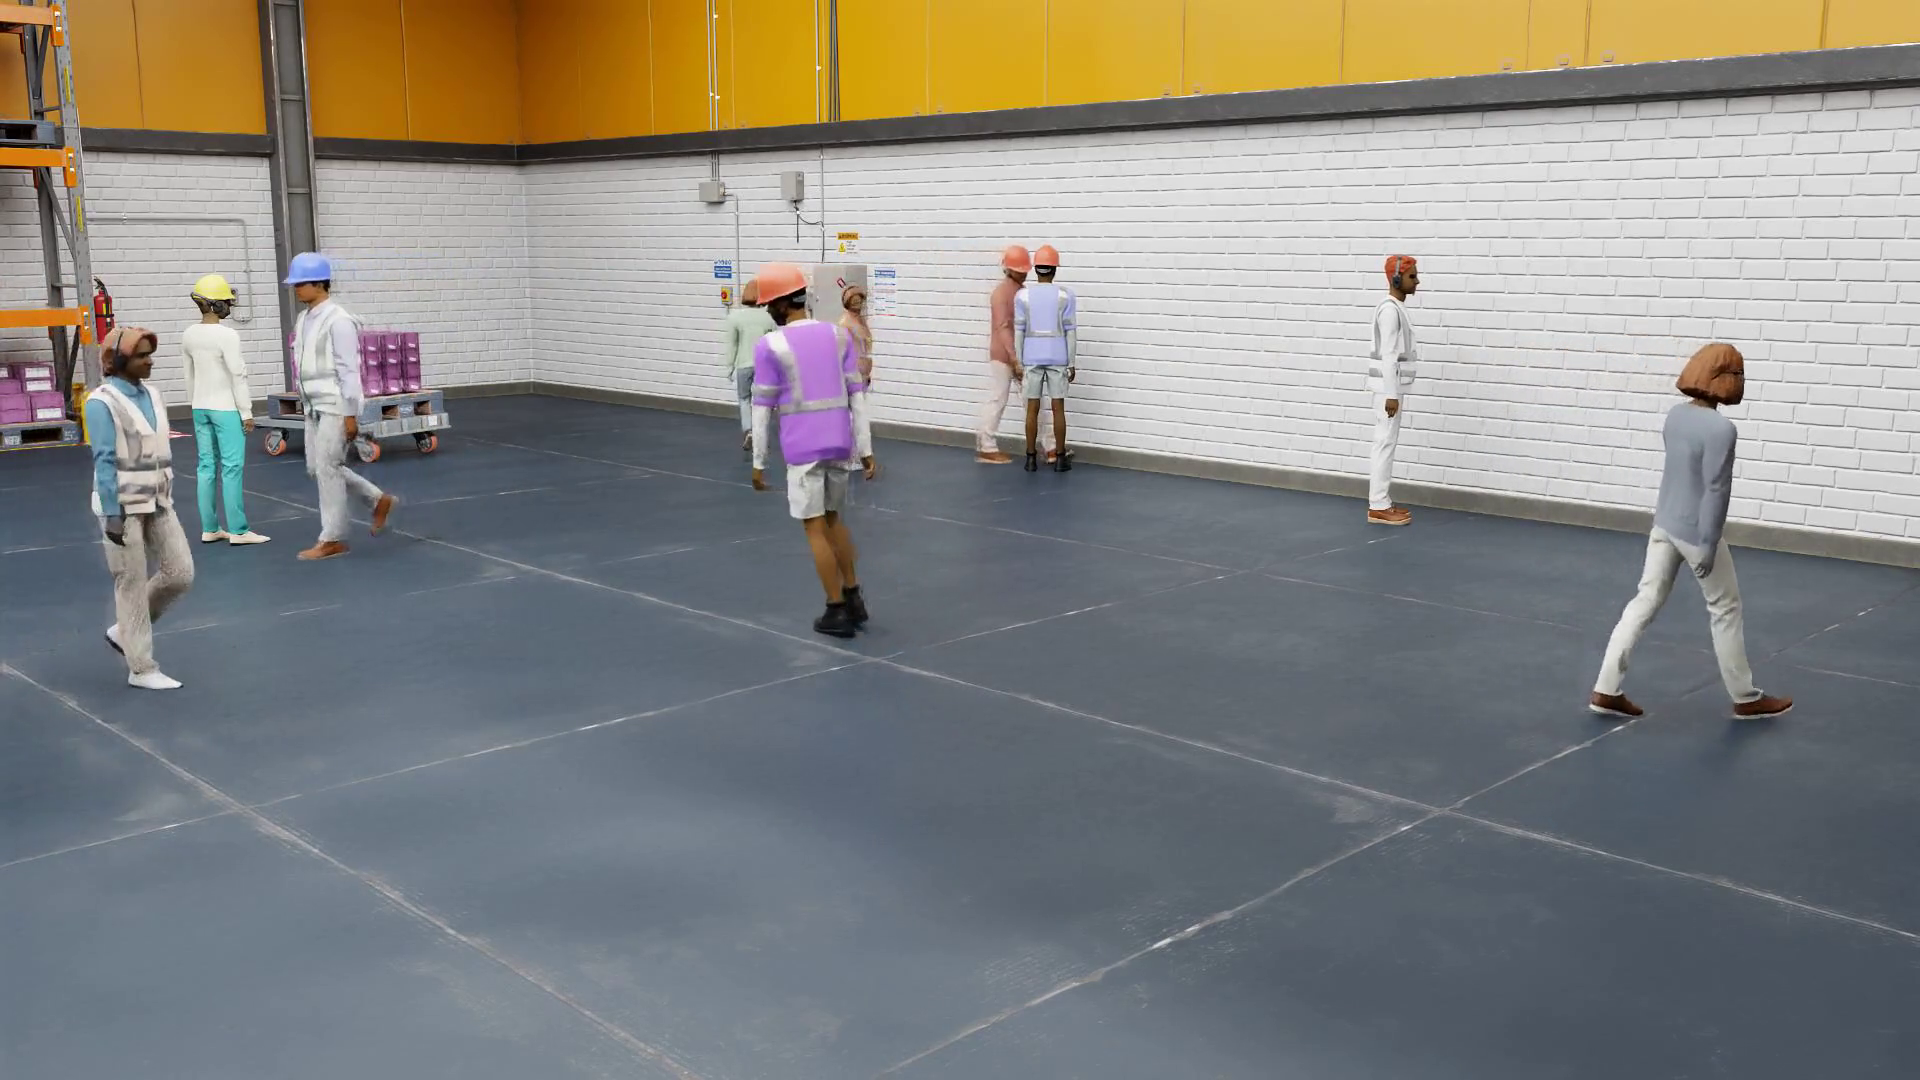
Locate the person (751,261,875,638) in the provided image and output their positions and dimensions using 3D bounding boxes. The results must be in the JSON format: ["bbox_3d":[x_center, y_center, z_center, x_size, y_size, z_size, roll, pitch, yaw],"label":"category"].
[{"bbox_3d":[-0.759,-0.450,8.409,0.581,1.886,0.581,-7,13,-35],"label":"person"}]

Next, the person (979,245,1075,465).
[{"bbox_3d":[0.546,-1.587,14.504,0.977,1.925,0.650,6,12,32],"label":"person"}]

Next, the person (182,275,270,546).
[{"bbox_3d":[-4.827,-0.840,10.874,0.525,1.769,0.309,5,12,26],"label":"person"}]

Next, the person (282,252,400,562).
[{"bbox_3d":[-3.906,-0.847,10.490,0.620,1.925,0.680,10,14,43],"label":"person"}]

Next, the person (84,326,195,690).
[{"bbox_3d":[-3.669,-0.130,7.388,0.394,1.630,0.527,2,11,10],"label":"person"}]

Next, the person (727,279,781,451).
[{"bbox_3d":[-1.889,-1.592,15.371,0.516,1.617,0.394,-1,10,-6],"label":"person"}]

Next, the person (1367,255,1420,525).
[{"bbox_3d":[3.057,-1.058,11.743,0.341,1.882,0.587,3,11,16],"label":"person"}]

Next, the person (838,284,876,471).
[{"bbox_3d":[-0.909,-1.355,14.107,0.343,1.615,0.609,2,11,13],"label":"person"}]

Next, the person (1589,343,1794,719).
[{"bbox_3d":[3.052,-0.026,6.906,0.854,1.583,0.514,-1,10,-7],"label":"person"}]

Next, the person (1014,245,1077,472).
[{"bbox_3d":[0.732,-1.543,14.241,0.542,1.938,0.358,2,11,8],"label":"person"}]
